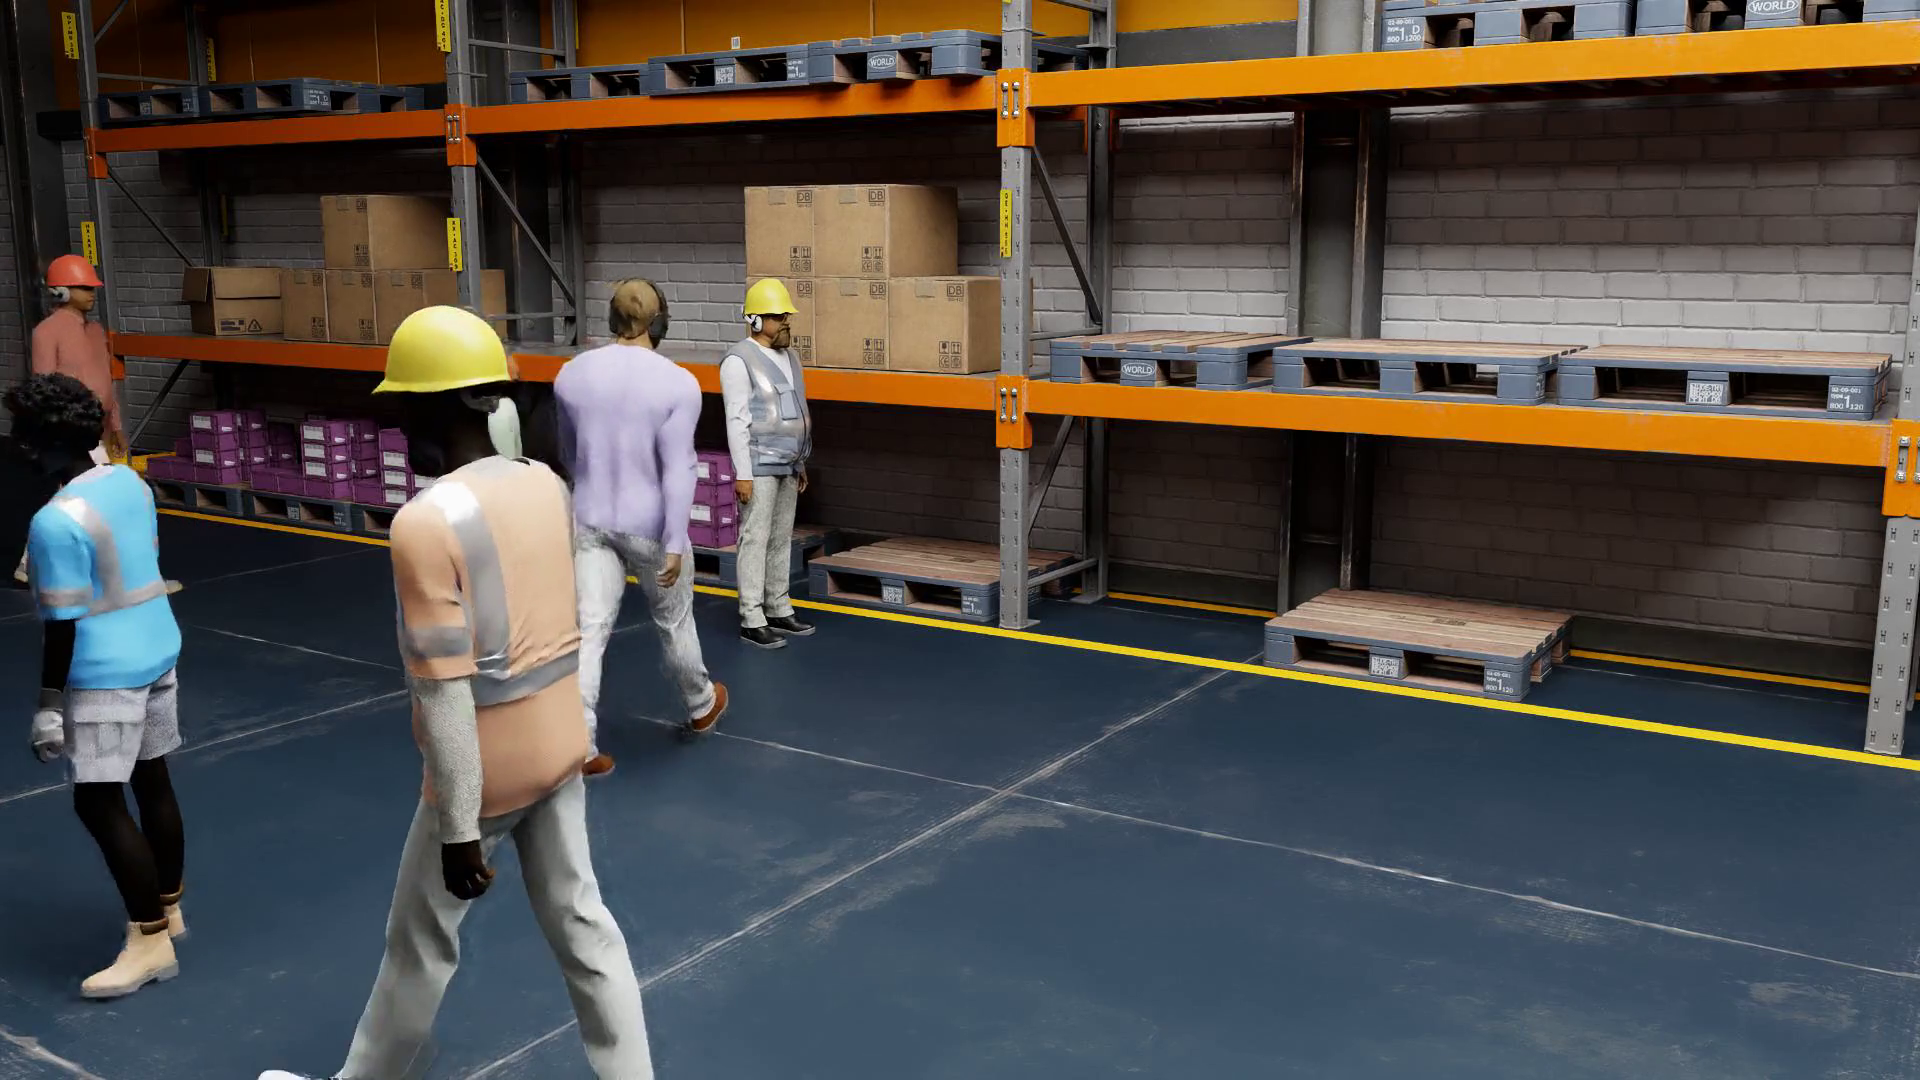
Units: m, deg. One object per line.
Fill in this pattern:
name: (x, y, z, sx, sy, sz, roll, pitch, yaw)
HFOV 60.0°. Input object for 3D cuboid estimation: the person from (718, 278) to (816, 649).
person: (-0.946, -0.386, 8.347, 0.404, 1.832, 0.596, 5, 11, 24)

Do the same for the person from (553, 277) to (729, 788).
person: (-1.246, -0.057, 6.388, 0.642, 1.874, 1.049, 3, 11, 15)

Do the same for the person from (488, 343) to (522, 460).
person: (-1.958, -0.052, 7.049, 0.286, 1.631, 0.502, -3, 11, -16)

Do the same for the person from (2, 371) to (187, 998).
person: (-2.329, 0.379, 4.557, 0.345, 1.675, 0.646, 0, 10, -2)

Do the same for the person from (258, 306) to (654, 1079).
person: (-1.064, 0.457, 3.546, 0.964, 1.882, 0.601, 4, 11, 19)

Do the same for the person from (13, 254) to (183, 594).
person: (-5.030, -0.647, 9.483, 1.004, 1.950, 0.626, 0, 10, -1)
